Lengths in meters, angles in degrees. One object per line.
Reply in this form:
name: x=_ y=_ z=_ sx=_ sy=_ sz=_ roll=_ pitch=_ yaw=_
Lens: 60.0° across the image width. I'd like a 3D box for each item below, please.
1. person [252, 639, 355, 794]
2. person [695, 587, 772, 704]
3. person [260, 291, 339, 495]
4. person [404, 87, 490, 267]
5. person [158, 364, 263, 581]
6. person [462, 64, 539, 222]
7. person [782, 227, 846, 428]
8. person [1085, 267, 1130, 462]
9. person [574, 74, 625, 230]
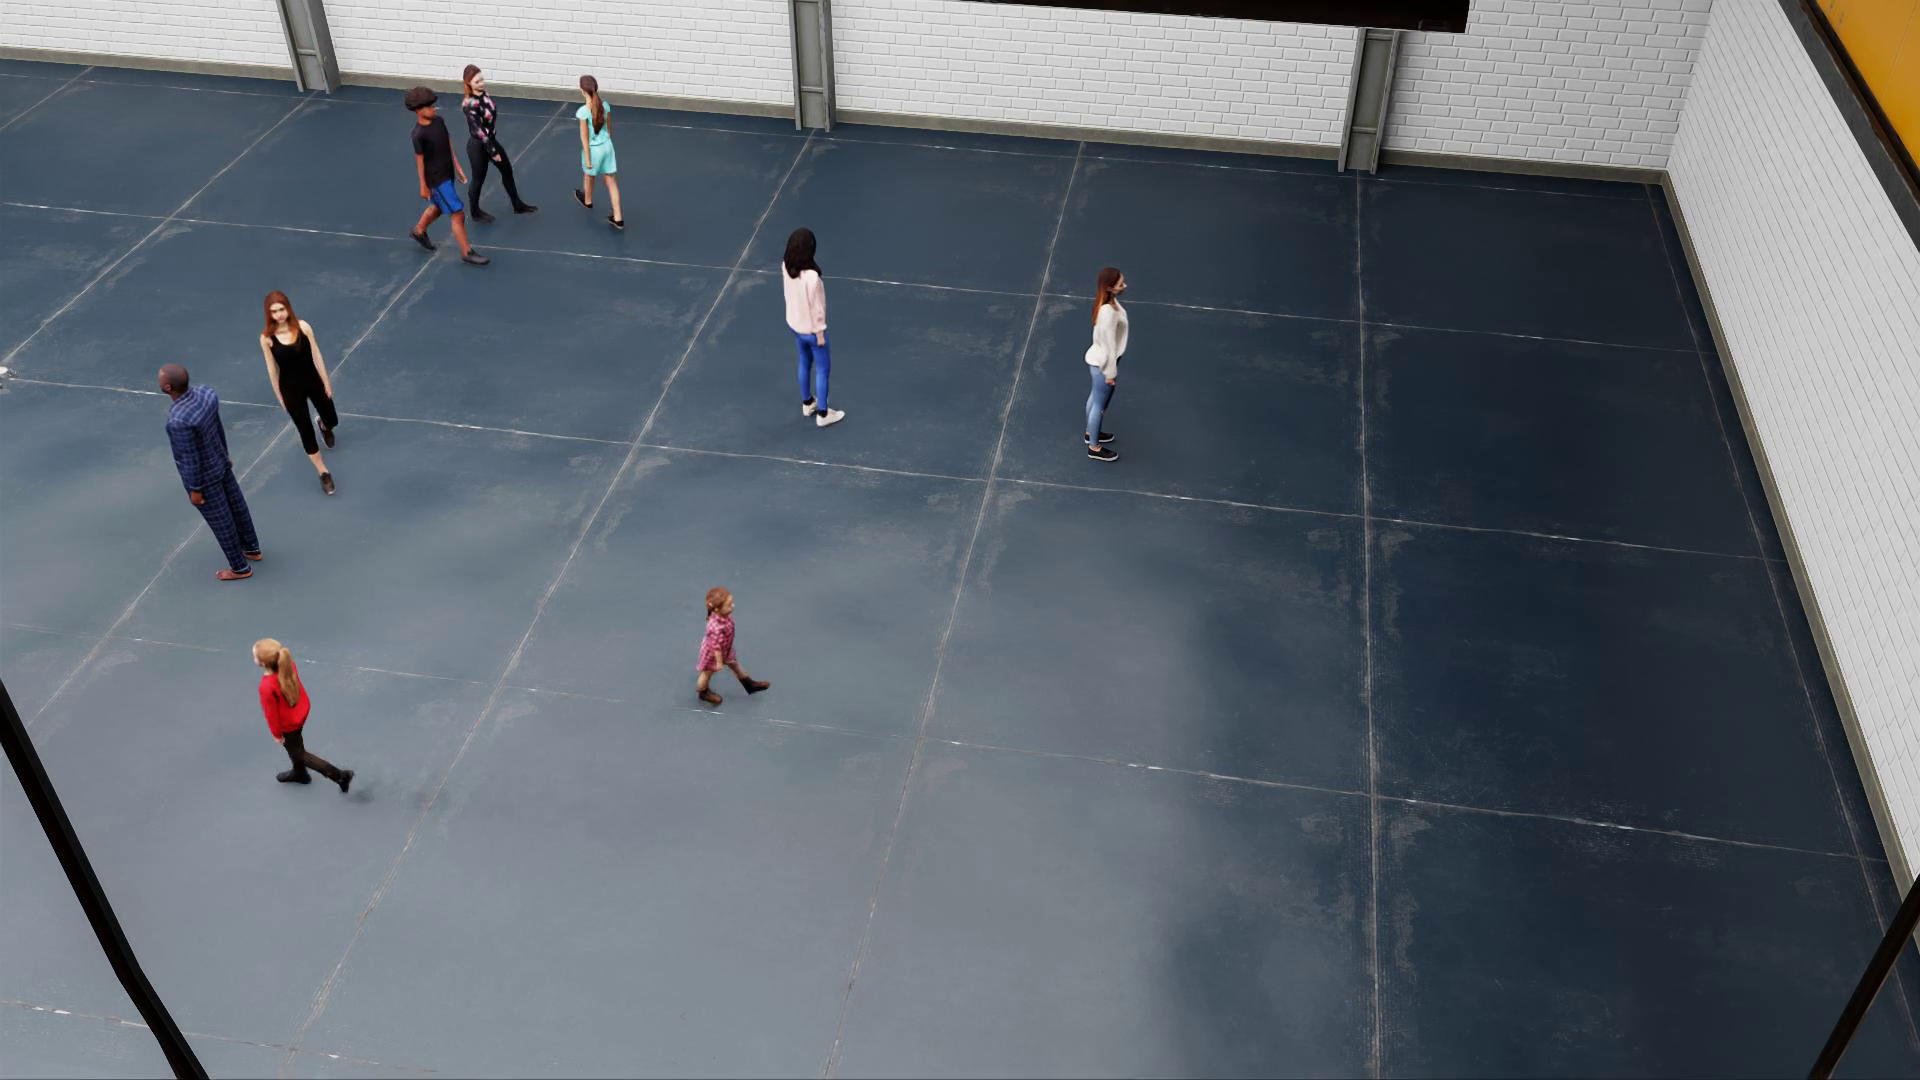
person: x=-4.172 y=1.128 z=10.467 sx=0.819 sy=1.268 sz=0.508 roll=5 pitch=39 yaw=6
person: x=-1.671 y=0.713 z=11.207 sx=0.727 sy=0.994 sz=0.462 roll=3 pitch=39 yaw=4
person: x=-5.163 y=-1.225 z=13.056 sx=0.954 sy=1.714 sz=0.963 roll=-18 pitch=42 yaw=-22
person: x=-5.034 y=-3.465 z=15.825 sx=1.122 sy=1.758 sz=0.636 roll=8 pitch=39 yaw=10
person: x=-5.454 y=-0.505 z=12.067 sx=0.575 sy=1.824 sz=0.657 roll=6 pitch=39 yaw=8
person: x=-4.803 y=-3.908 z=16.465 sx=0.861 sy=1.652 sz=0.603 roll=5 pitch=39 yaw=6
person: x=-1.291 y=-1.737 z=13.654 sx=0.826 sy=1.767 sz=0.761 roll=-24 pitch=45 yaw=-27
person: x=1.160 y=-1.429 z=13.329 sx=0.593 sy=1.692 sz=0.657 roll=1 pitch=39 yaw=1
person: x=-3.528 y=-3.805 z=16.445 sx=0.943 sy=1.516 sz=1.059 roll=-28 pitch=47 yaw=-31
